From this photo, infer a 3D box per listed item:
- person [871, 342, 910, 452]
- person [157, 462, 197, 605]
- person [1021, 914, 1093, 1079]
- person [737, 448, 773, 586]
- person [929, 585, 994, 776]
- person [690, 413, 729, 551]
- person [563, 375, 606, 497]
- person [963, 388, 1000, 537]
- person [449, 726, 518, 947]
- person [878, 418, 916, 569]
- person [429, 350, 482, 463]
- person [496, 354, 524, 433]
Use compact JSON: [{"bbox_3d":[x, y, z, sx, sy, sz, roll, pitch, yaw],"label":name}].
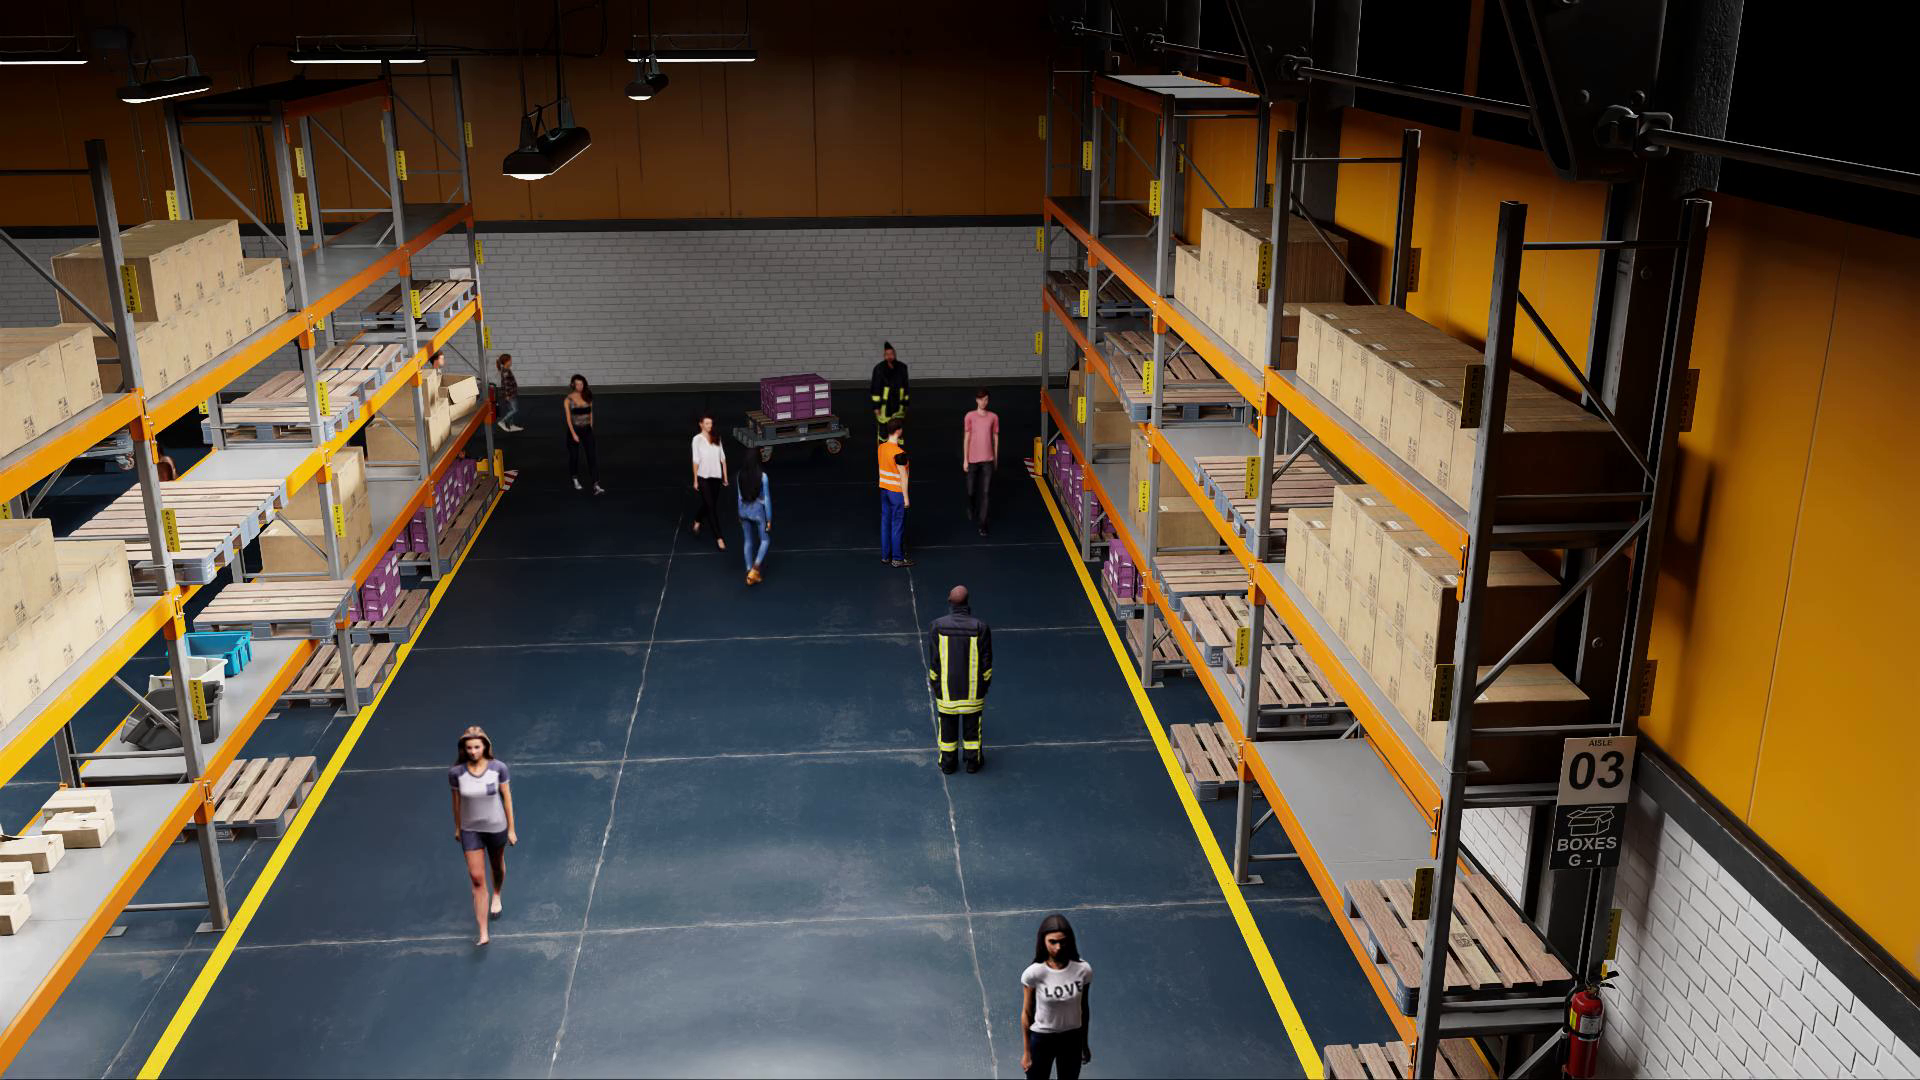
[{"bbox_3d":[-1.068,-2.102,25.304,0.818,1.834,1.162,-3,19,-10],"label":"person"},{"bbox_3d":[-9.283,-0.090,19.523,0.719,1.711,0.581,-9,21,-25],"label":"person"},{"bbox_3d":[0.565,3.063,10.060,0.626,1.775,0.568,-5,19,-15],"label":"person"},{"bbox_3d":[-2.528,-0.240,19.994,0.781,1.695,0.817,6,20,18],"label":"person"},{"bbox_3d":[0.001,1.270,15.310,0.777,1.822,0.705,1,19,3],"label":"person"},{"bbox_3d":[-3.293,-0.766,21.454,1.048,1.761,1.191,-16,25,-40],"label":"person"},{"bbox_3d":[-5.467,-1.498,23.693,0.998,1.718,1.253,-12,22,-32],"label":"person"},{"bbox_3d":[0.257,-1.070,22.065,0.633,1.945,0.952,-2,19,-6],"label":"person"},{"bbox_3d":[-3.641,2.201,12.776,0.713,1.676,1.104,-4,19,-12],"label":"person"},{"bbox_3d":[-0.828,-0.597,20.761,0.849,1.882,0.756,-14,23,-36],"label":"person"},{"bbox_3d":[-7.837,-1.916,24.754,0.814,1.833,0.975,-4,19,-11],"label":"person"},{"bbox_3d":[-7.364,-2.374,26.953,0.669,1.298,0.631,-6,20,-18],"label":"person"}]
